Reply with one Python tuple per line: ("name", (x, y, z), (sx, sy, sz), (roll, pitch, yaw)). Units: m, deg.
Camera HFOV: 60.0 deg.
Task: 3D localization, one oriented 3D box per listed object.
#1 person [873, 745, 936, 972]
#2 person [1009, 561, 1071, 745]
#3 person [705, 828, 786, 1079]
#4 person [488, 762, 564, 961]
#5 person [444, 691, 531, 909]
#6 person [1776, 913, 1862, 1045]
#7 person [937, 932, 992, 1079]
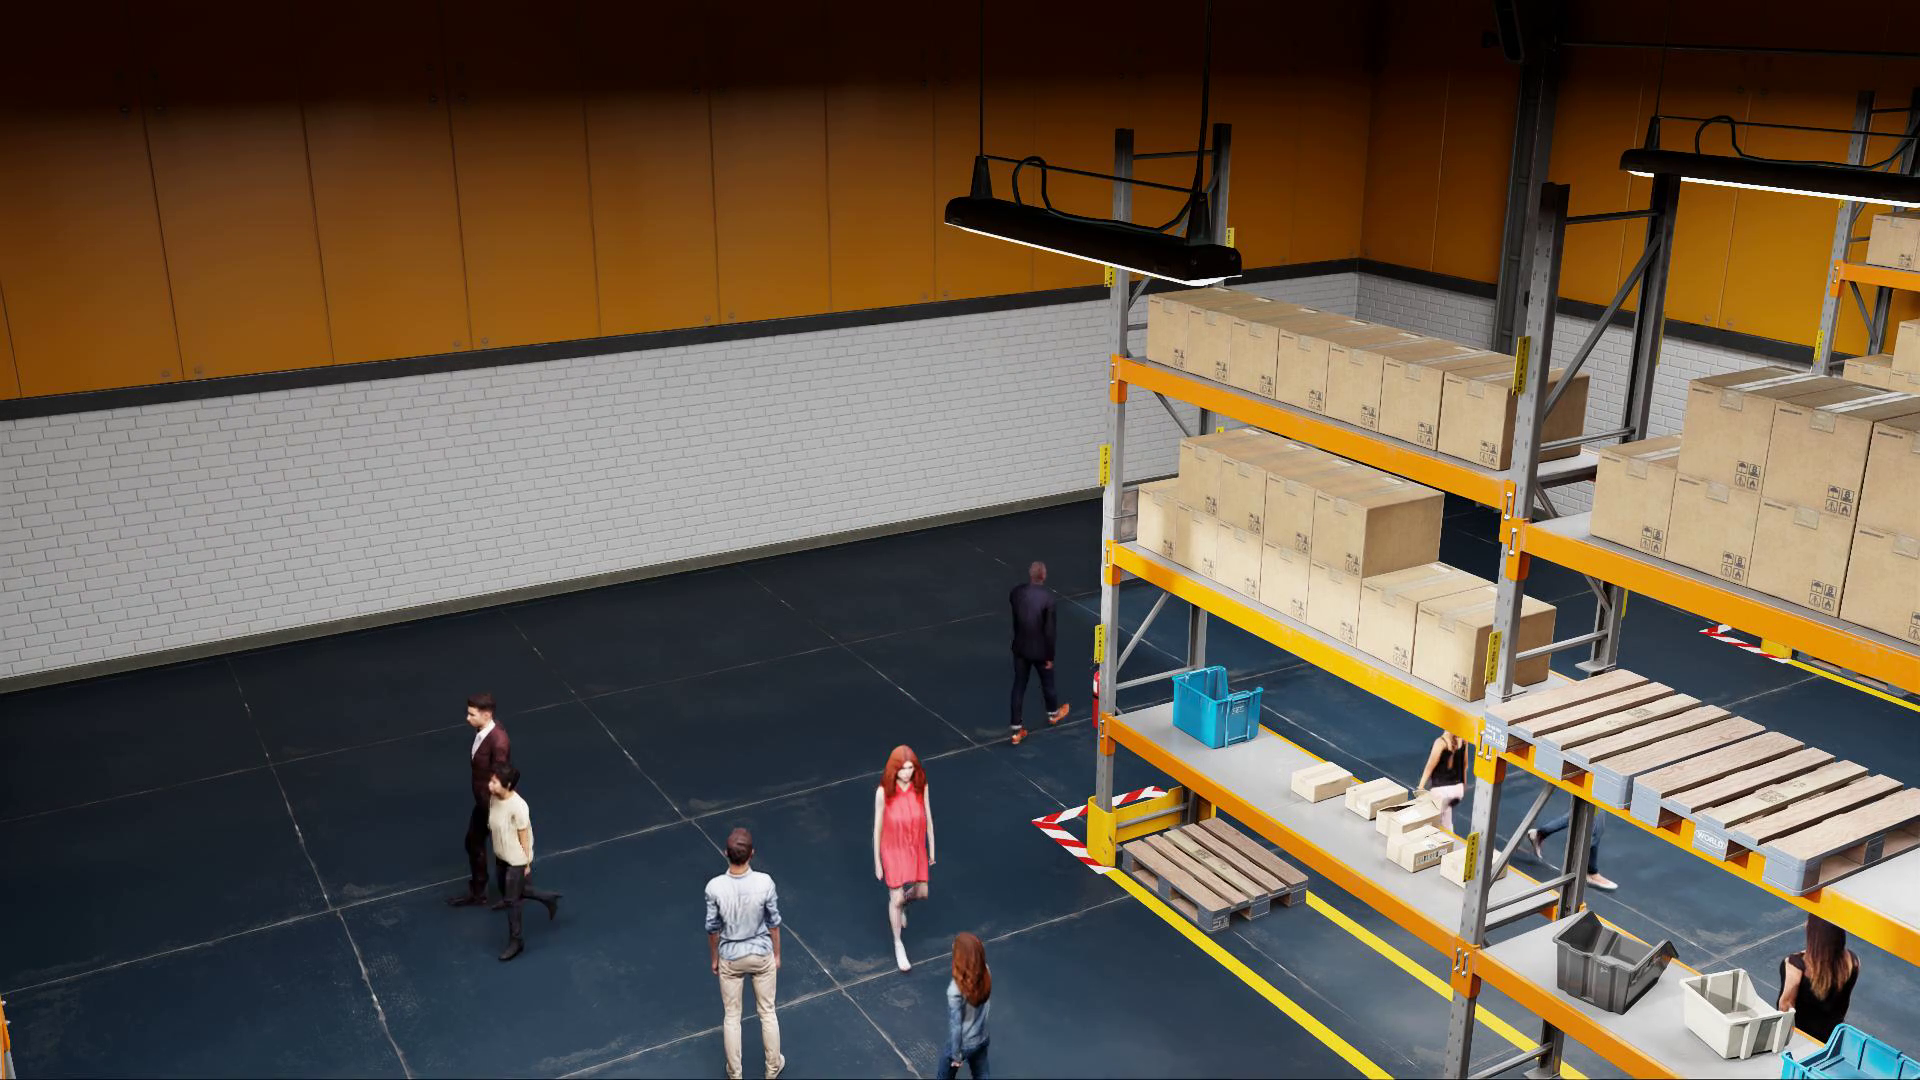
("person", (-0.448, 2.310, 12.348), (0.688, 1.806, 0.833), (-6, 19, -17))
("person", (0.642, 1.110, 15.949), (1.142, 1.782, 1.080), (11, 22, 30))
("person", (-1.416, 2.751, 10.977), (0.728, 1.847, 0.706), (-2, 19, -4))
("person", (-3.299, 2.376, 12.523), (0.780, 1.569, 0.851), (-17, 25, -42))
("person", (-3.577, 2.038, 13.097), (0.769, 1.844, 0.811), (-11, 22, -30))
("person", (5.260, 3.046, 10.303), (0.739, 1.716, 0.718), (-3, 19, -10))
("person", (0.107, 3.152, 10.396), (0.950, 1.455, 0.751), (15, 24, 38))
